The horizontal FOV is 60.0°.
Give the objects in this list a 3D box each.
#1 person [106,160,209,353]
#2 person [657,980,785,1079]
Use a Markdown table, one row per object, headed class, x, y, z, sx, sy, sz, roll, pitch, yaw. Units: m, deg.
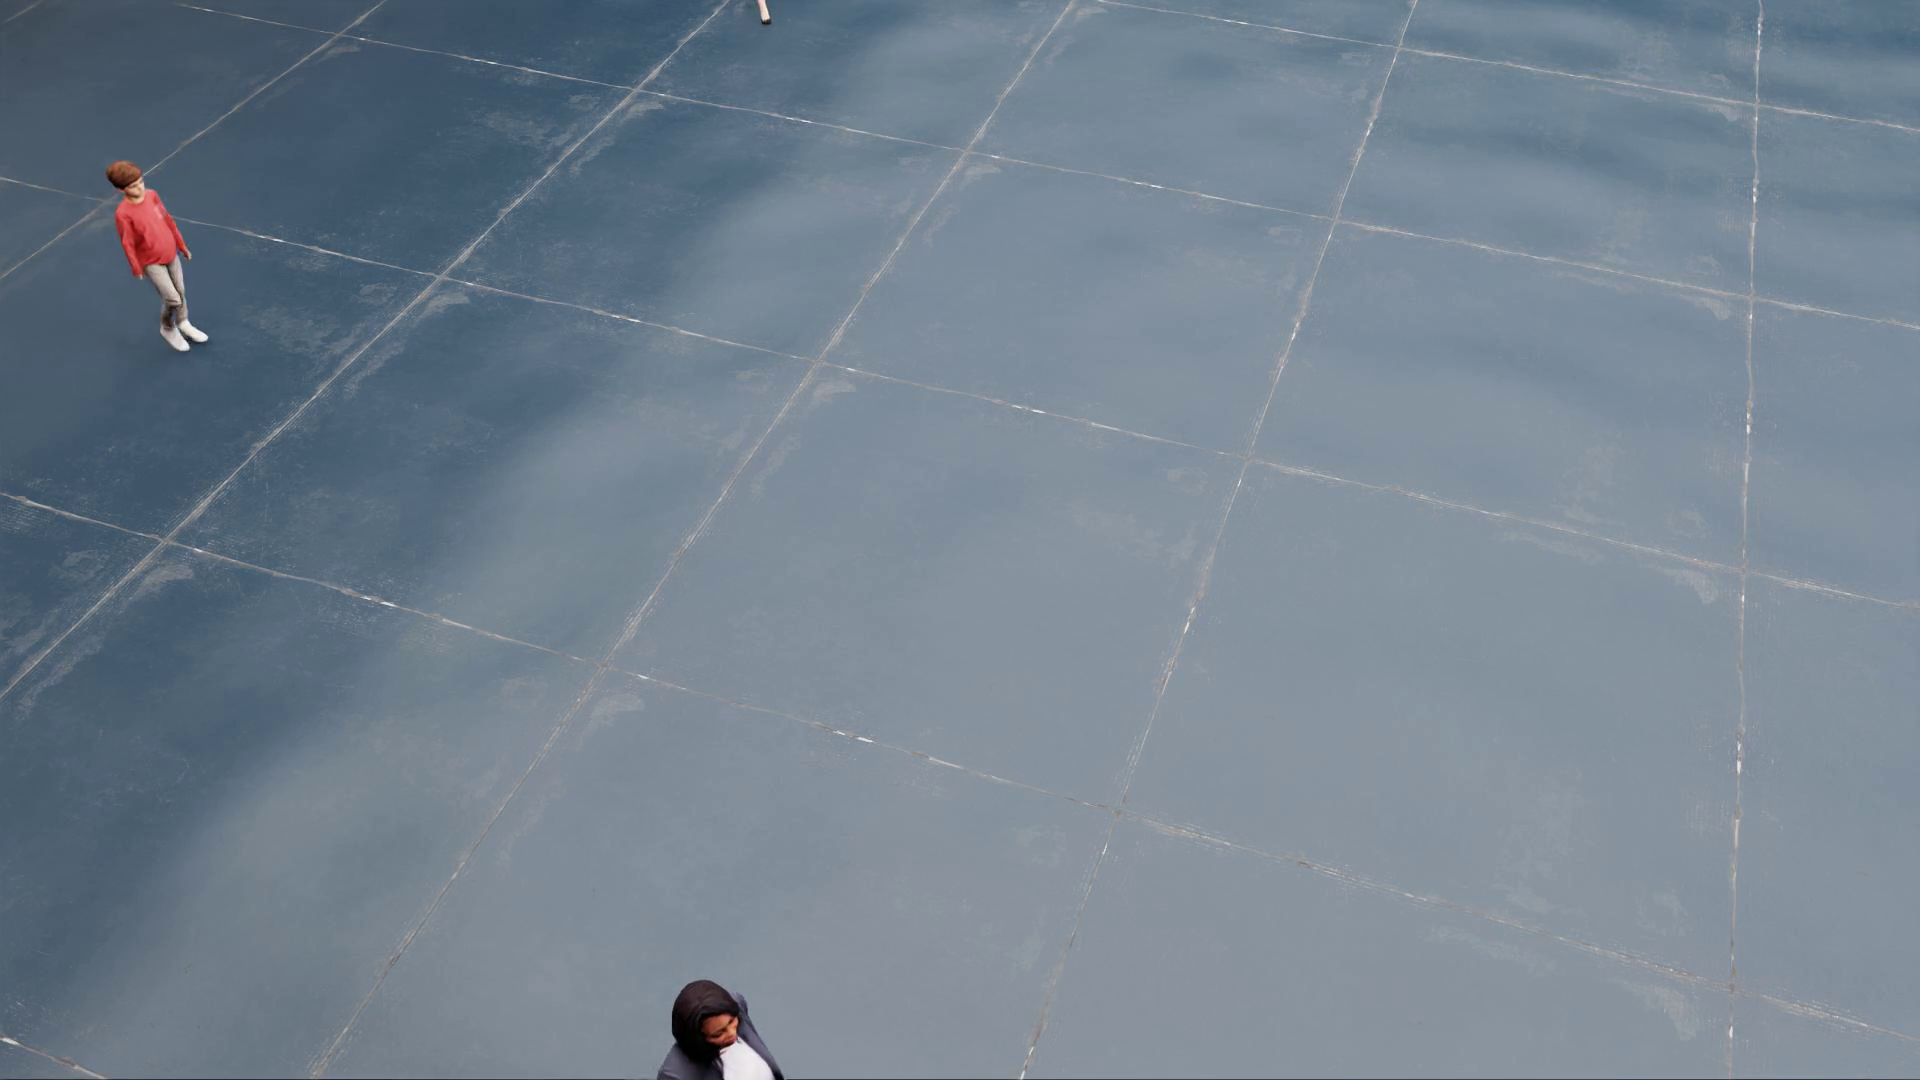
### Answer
| class | x | y | z | sx | sy | sz | roll | pitch | yaw |
| --- | --- | --- | --- | --- | --- | --- | --- | --- | --- |
| person | -5.410 | -1.916 | 11.092 | 0.498 | 1.409 | 0.520 | 13 | 45 | 13 |
| person | -0.958 | 2.225 | 6.528 | 0.710 | 1.584 | 0.713 | 21 | 47 | 21 |
